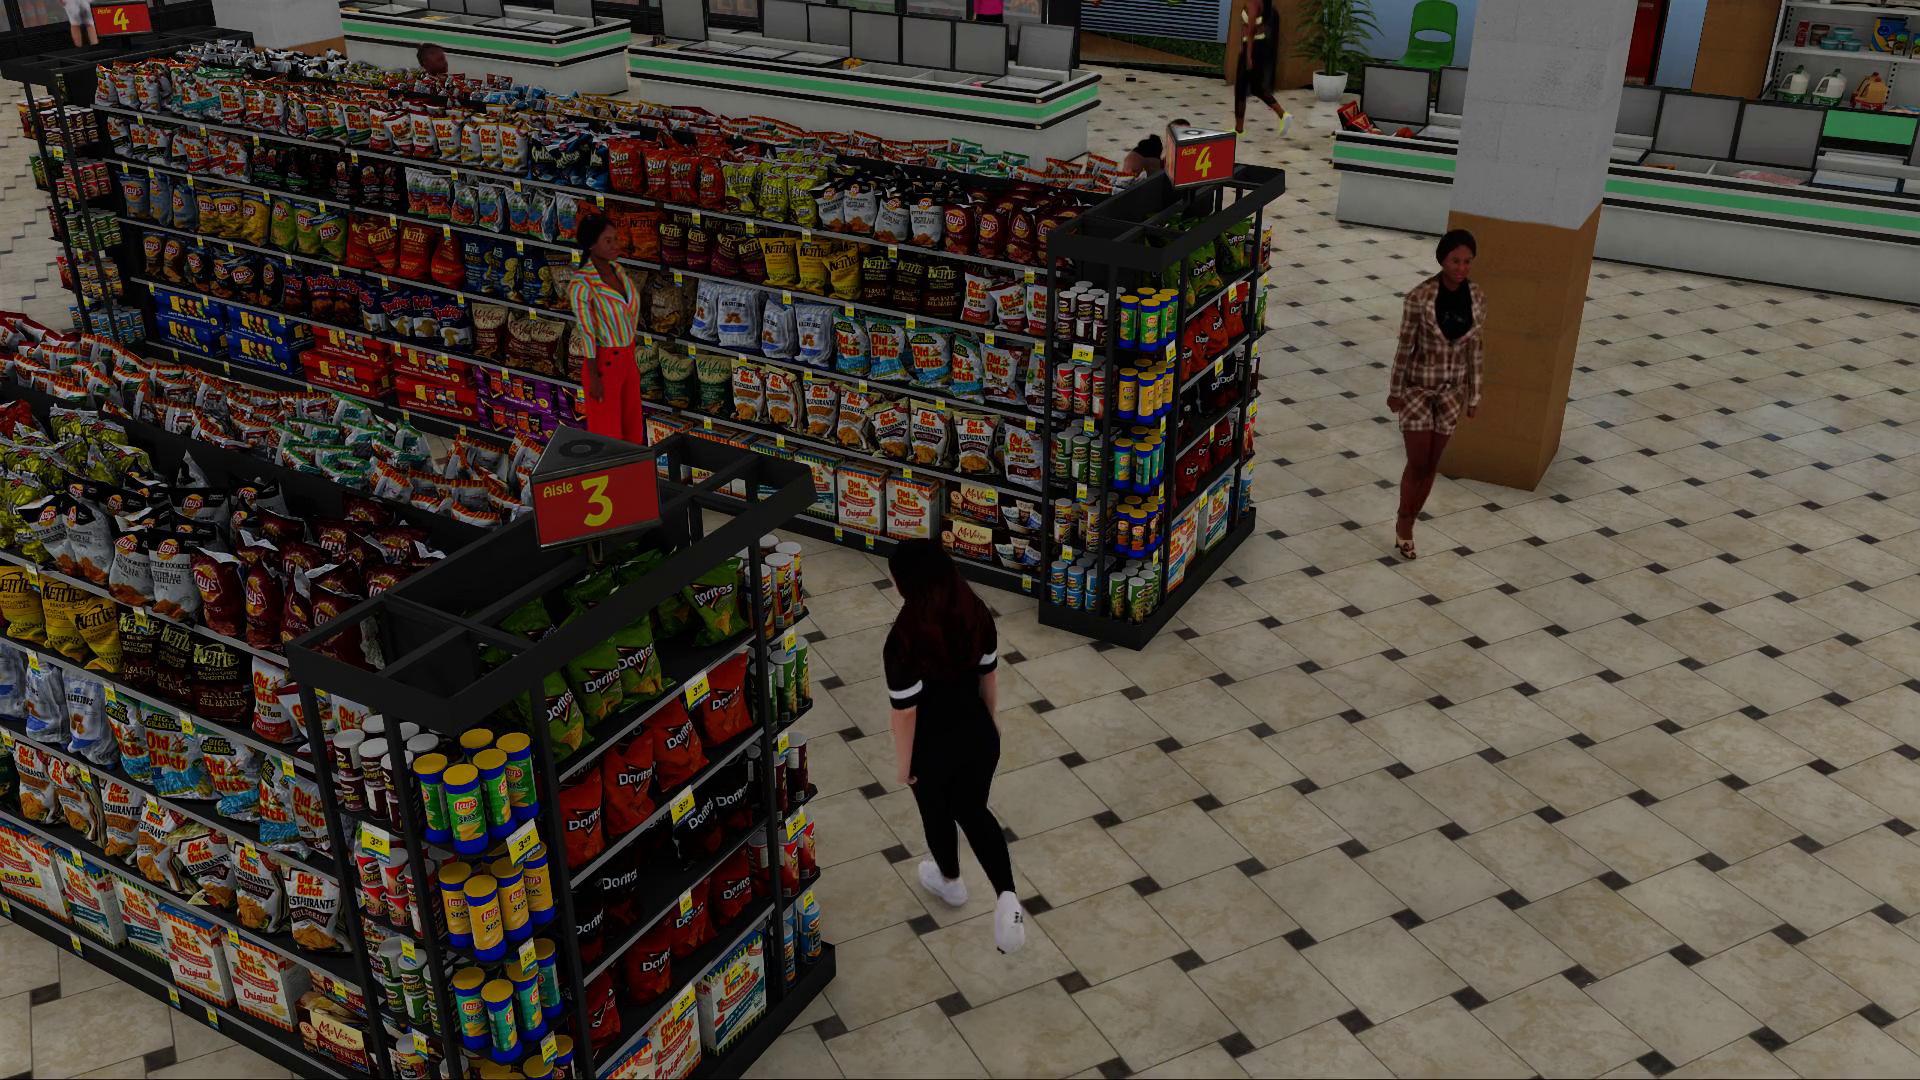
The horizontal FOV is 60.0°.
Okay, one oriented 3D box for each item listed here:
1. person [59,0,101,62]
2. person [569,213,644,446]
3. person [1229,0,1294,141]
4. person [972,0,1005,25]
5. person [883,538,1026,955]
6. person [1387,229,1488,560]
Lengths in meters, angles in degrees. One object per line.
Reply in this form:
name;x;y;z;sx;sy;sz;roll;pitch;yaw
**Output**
person;-10.752;-6.652;20.257;0.803;1.741;0.909;-13;30;-24
person;-1.831;-0.842;8.742;0.566;1.793;0.620;10;29;19
person;3.054;-4.871;16.753;0.991;1.733;0.635;18;32;32
person;0.341;-6.028;19.072;0.673;1.698;0.697;-16;31;-28
person;-0.009;0.751;5.807;0.915;1.607;1.086;-15;30;-26
person;2.401;-0.752;8.577;0.716;1.781;0.787;-3;27;-6
